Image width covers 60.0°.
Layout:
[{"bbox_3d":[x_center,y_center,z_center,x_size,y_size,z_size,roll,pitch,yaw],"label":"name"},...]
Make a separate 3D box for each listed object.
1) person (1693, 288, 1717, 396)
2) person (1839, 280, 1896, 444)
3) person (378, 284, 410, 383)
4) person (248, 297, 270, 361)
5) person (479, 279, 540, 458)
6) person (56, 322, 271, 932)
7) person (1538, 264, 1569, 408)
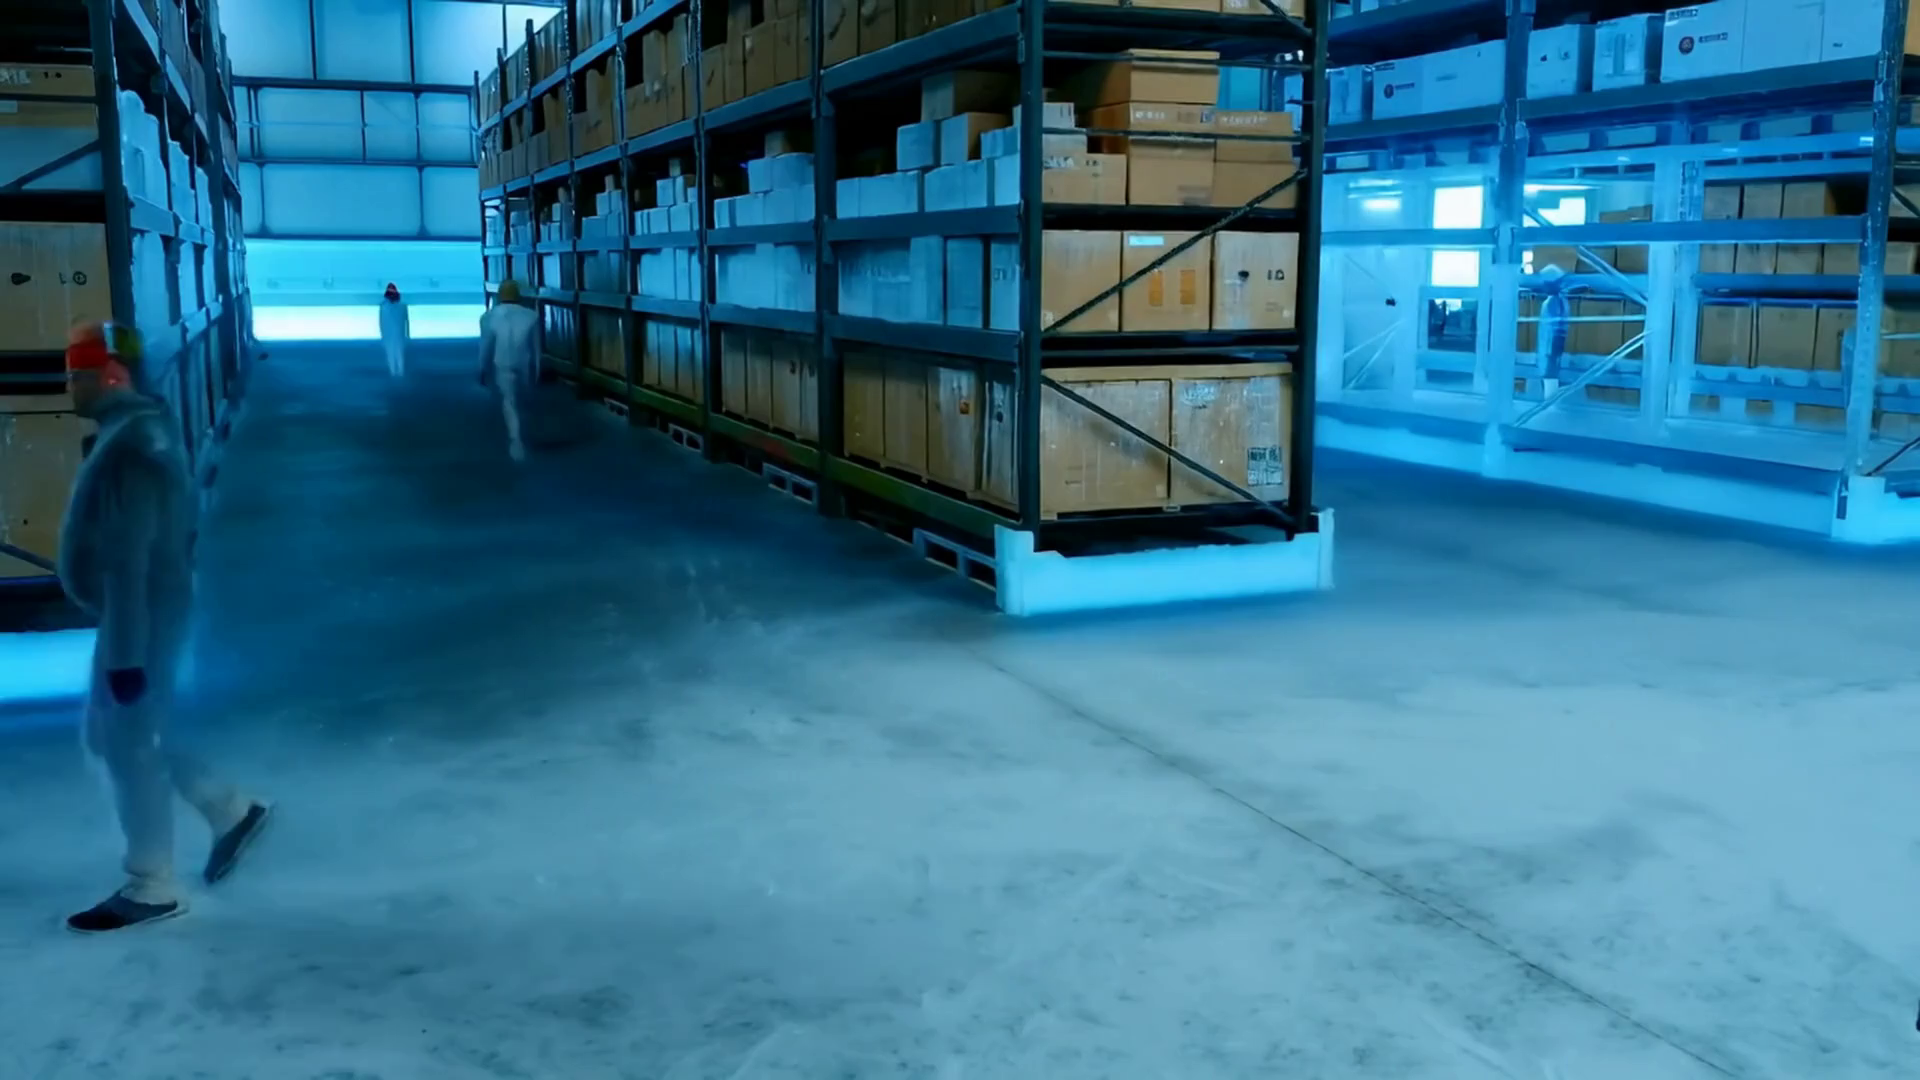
[{"bbox_3d":[11.635,-3.085,25.888,0.553,1.684,0.363,-5,11,-26],"label":"person"},{"bbox_3d":[9.717,-1.855,17.928,0.401,1.900,0.636,-3,10,-16],"label":"person"},{"bbox_3d":[-9.820,-3.591,28.878,0.487,1.704,0.879,-4,10,-24],"label":"person"},{"bbox_3d":[-14.934,-4.612,34.741,0.881,1.804,0.607,-4,10,-24],"label":"person"},{"bbox_3d":[-4.777,-1.828,17.750,0.642,1.912,0.921,-5,11,-27],"label":"person"},{"bbox_3d":[-2.536,0.270,5.182,0.499,1.893,0.669,-4,10,-24],"label":"person"},{"bbox_3d":[7.137,-2.298,20.122,0.365,2.048,0.608,5,11,29],"label":"person"}]
